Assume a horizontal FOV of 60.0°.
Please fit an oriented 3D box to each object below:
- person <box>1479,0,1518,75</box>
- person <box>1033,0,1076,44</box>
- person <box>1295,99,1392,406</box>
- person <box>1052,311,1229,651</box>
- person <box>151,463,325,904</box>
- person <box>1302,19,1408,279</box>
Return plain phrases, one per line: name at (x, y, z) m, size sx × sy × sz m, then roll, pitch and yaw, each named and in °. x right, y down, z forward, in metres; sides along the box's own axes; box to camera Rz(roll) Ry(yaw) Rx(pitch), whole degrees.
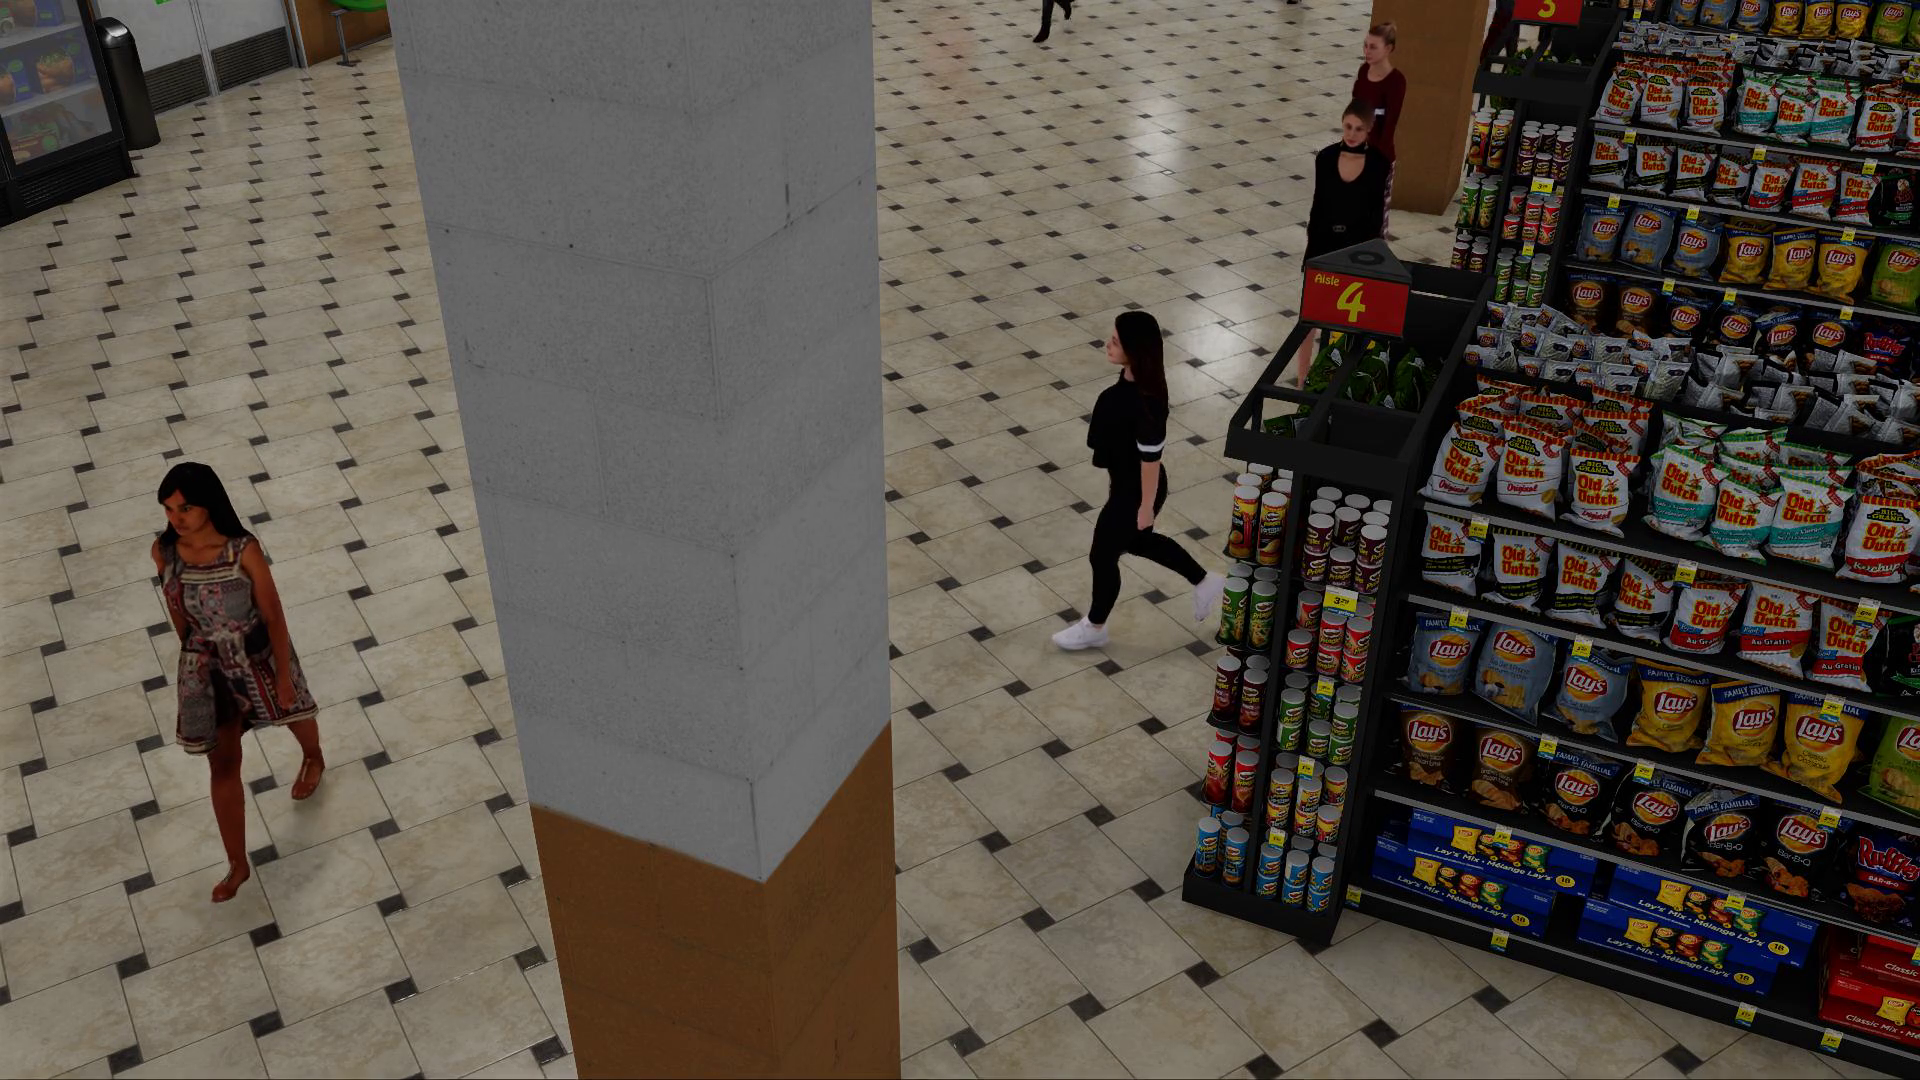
person at (4.843, -4.800, 14.416) m, size 1.043 × 1.683 × 1.017 m, roll -13°, pitch 34°, yaw -20°
person at (0.891, -5.528, 15.694) m, size 0.912 × 1.568 × 0.809 m, roll 24°, pitch 39°, yaw 33°
person at (2.129, -1.603, 9.213) m, size 0.594 × 1.752 × 0.660 m, roll 10°, pitch 33°, yaw 16°
person at (0.815, -0.226, 7.125) m, size 1.122 × 1.620 × 0.946 m, roll -4°, pitch 32°, yaw -6°
person at (-2.600, 0.415, 6.119) m, size 1.132 × 1.594 × 0.976 m, roll 1°, pitch 32°, yaw 1°
person at (2.689, -2.470, 10.675) m, size 0.945 × 1.678 × 0.949 m, roll -21°, pitch 38°, yaw -30°
